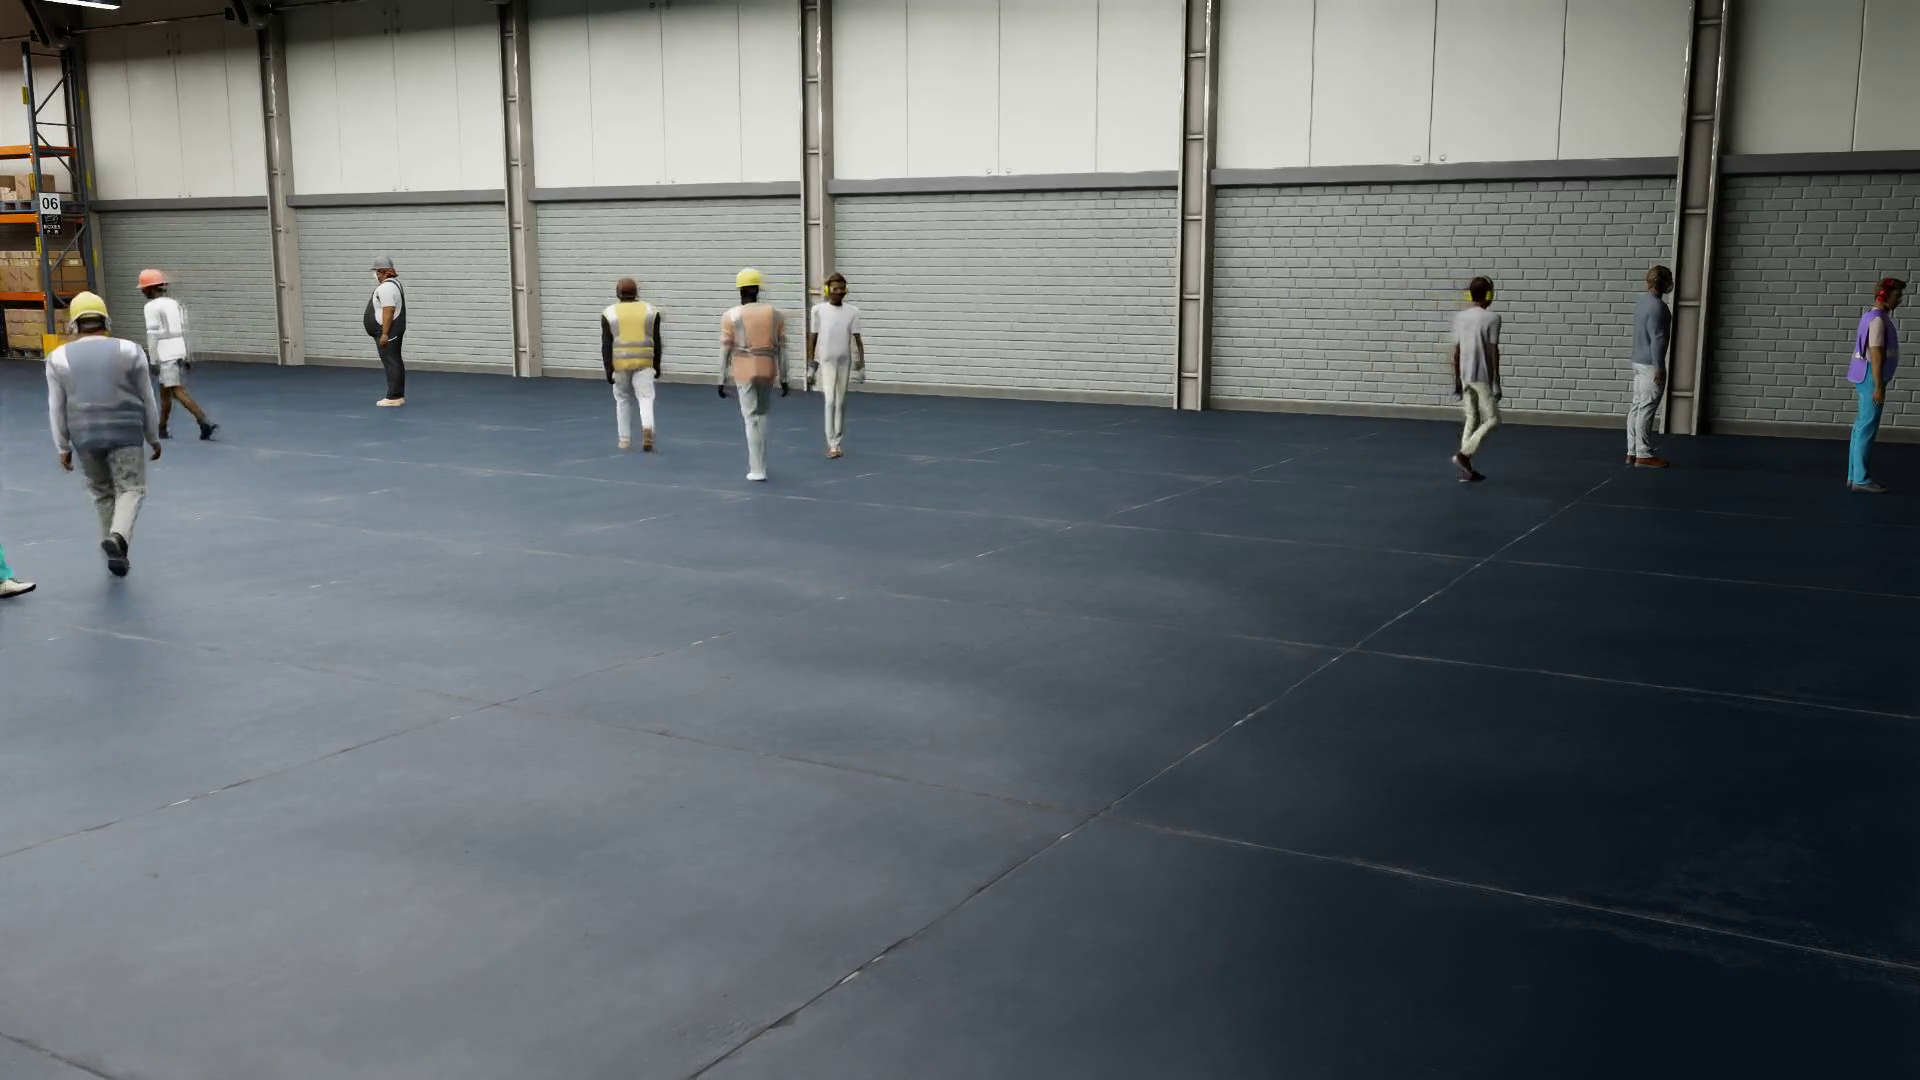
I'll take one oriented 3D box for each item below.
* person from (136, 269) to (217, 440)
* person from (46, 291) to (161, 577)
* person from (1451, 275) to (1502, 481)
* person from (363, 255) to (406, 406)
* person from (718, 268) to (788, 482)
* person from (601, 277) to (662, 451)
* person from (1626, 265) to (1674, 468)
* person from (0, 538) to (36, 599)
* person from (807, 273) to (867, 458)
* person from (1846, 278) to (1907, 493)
[{"bbox_3d":[-8.625,-2.027,18.286,0.941,1.891,0.592,1,10,6],"label":"person"},{"bbox_3d":[-5.336,-0.639,10.369,0.600,1.804,0.654,-3,10,-15],"label":"person"},{"bbox_3d":[4.609,-1.425,14.841,0.449,1.852,0.544,-6,11,-31],"label":"person"},{"bbox_3d":[-7.787,-2.833,22.524,0.538,2.000,0.690,-1,10,-6],"label":"person"},{"bbox_3d":[-1.912,-1.494,15.067,0.623,1.903,0.683,-6,11,-30],"label":"person"},{"bbox_3d":[-3.391,-1.816,17.240,0.627,1.816,0.804,-3,10,-16],"label":"person"},{"bbox_3d":[6.647,-1.666,15.992,0.364,1.939,0.636,1,10,7],"label":"person"},{"bbox_3d":[-5.968,-0.488,9.772,0.818,1.706,0.582,9,13,43],"label":"person"},{"bbox_3d":[-1.209,-1.726,16.612,0.564,1.842,0.794,-3,10,-16],"label":"person"},{"bbox_3d":[7.856,-1.331,14.324,0.389,1.837,0.563,4,10,22],"label":"person"}]
